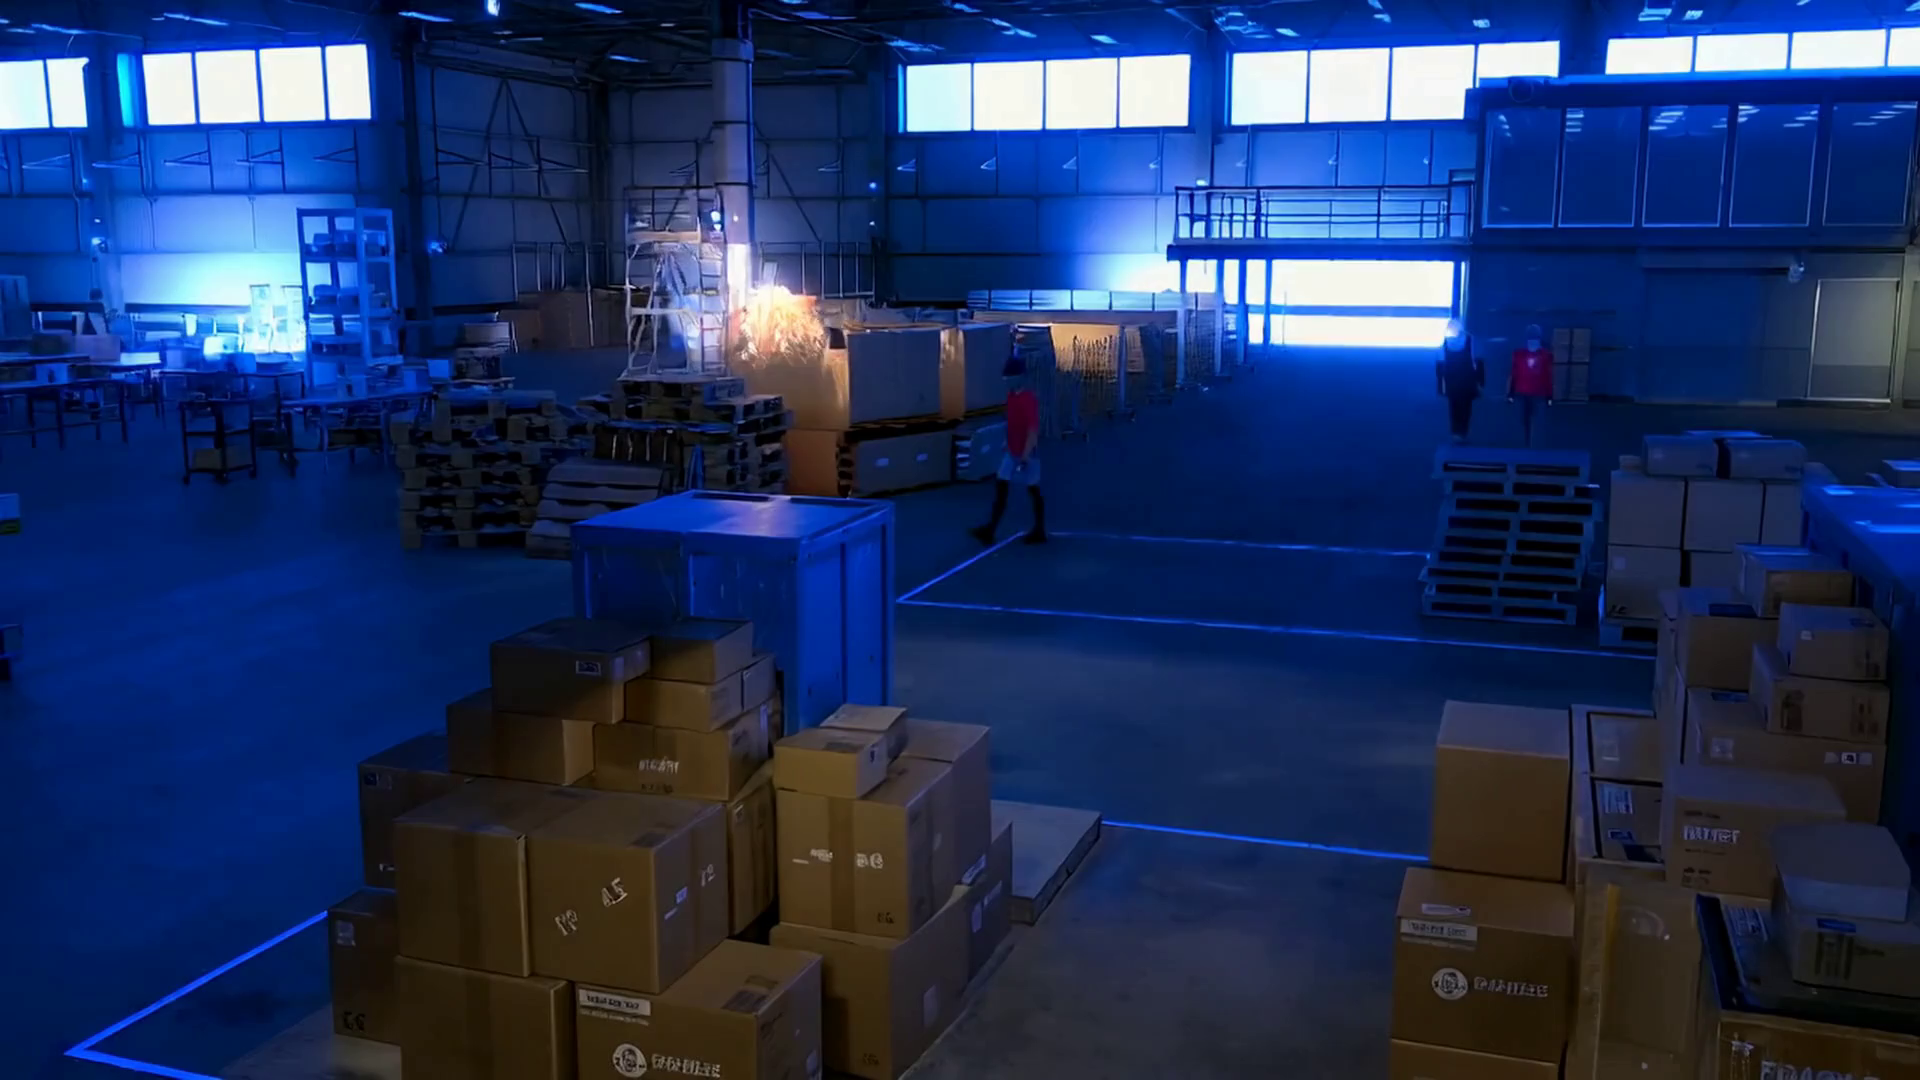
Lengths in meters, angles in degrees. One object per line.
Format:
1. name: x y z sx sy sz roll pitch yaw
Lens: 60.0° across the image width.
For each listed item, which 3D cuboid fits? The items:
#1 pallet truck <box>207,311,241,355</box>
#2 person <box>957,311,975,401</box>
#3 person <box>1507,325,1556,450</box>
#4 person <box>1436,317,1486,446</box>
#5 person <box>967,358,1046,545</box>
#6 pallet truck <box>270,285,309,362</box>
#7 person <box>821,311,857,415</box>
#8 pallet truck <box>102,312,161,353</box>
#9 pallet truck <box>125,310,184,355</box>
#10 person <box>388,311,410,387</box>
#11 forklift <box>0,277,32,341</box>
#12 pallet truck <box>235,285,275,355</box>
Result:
1. pallet truck: -19.537 -5.575 44.913 0.653 1.274 1.630 3 11 19
2. person: 0.127 -3.600 32.516 0.339 1.757 0.519 -2 10 -14
3. person: 8.092 -2.094 23.614 0.606 1.900 0.584 7 12 36
4. person: 7.609 -2.471 25.355 0.722 2.000 1.047 6 12 30
5. person: 0.508 -0.869 16.727 0.930 1.896 0.569 -7 12 -33
6. pallet truck: -17.147 -5.700 43.663 0.823 1.965 1.885 3 11 17
7. person: -2.158 -3.119 29.500 0.590 1.856 0.741 3 11 19
8. pallet truck: -23.057 -5.777 46.261 0.680 1.201 1.601 3 11 19
9. pallet truck: -22.038 -5.665 45.457 0.704 1.261 1.522 3 11 17
10. person: -10.303 -3.266 30.386 0.511 1.853 0.494 7 12 36
11. forklift: -27.151 -6.329 46.328 1.157 1.987 2.680 3 11 17
12. pallet truck: -18.327 -5.835 44.421 0.823 1.965 1.885 4 11 23
